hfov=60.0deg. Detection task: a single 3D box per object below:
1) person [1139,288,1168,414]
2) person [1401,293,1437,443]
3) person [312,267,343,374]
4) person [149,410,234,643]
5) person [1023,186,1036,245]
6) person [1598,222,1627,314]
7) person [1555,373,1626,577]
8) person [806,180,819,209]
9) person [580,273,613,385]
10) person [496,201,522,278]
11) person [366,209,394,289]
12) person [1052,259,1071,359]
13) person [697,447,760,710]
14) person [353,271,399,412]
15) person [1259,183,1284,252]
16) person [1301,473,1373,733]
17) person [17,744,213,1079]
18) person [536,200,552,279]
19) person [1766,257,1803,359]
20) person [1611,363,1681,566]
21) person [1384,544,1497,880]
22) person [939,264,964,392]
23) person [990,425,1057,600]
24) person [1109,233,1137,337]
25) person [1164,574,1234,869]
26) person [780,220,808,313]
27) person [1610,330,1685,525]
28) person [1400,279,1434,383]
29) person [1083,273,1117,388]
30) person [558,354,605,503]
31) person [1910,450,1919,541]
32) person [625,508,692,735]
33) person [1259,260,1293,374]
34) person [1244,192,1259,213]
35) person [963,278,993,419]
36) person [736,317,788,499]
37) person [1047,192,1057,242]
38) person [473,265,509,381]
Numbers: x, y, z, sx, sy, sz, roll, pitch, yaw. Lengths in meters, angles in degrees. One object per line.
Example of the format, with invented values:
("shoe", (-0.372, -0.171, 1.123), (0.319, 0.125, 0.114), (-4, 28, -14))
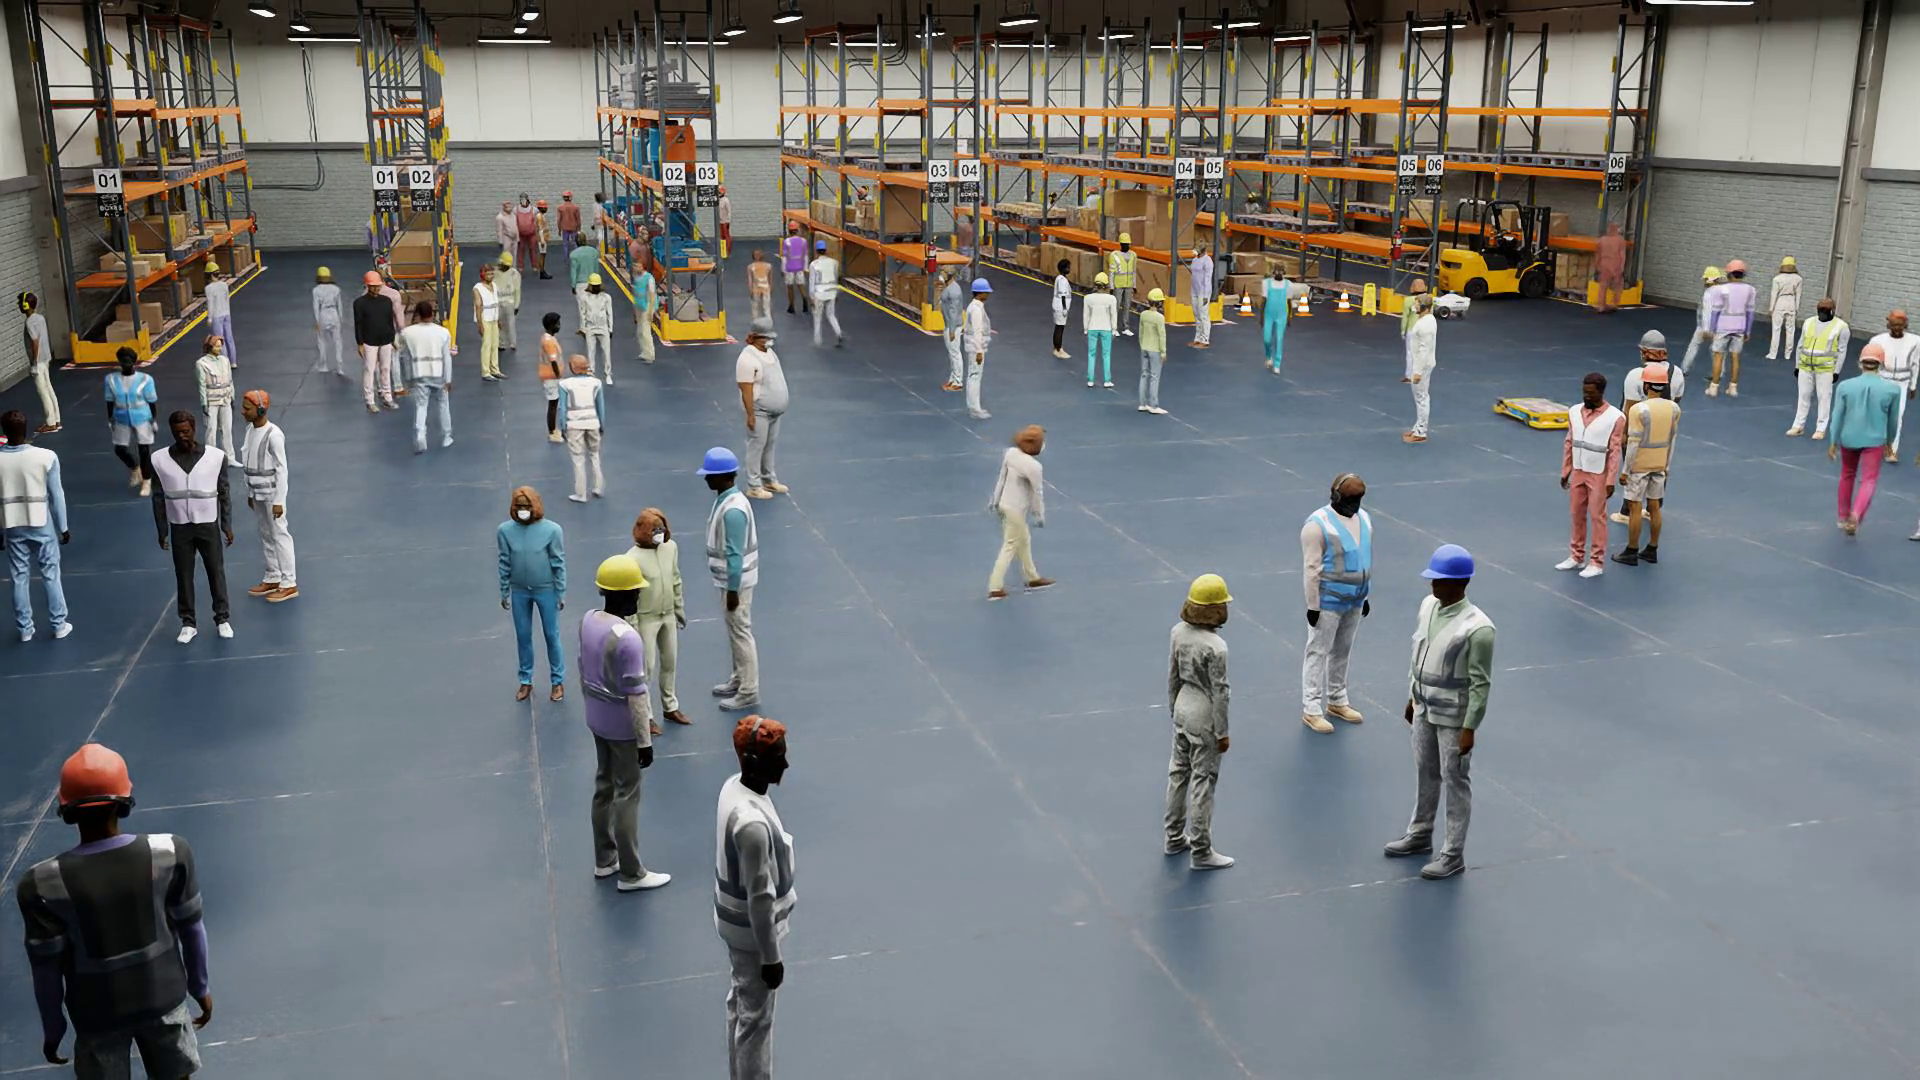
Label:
("person", (2.737, -2.666, 23.497), (0.310, 1.768, 0.533), (-9, 17, -31))
("person", (5.944, -2.216, 21.469), (0.372, 1.940, 0.627), (5, 16, 17))
("person", (-10.292, -3.569, 26.968), (0.756, 1.714, 0.515), (14, 20, 42))
("person", (-6.270, -0.121, 13.632), (0.591, 1.916, 0.392), (-6, 16, -20))
("person", (2.019, -9.422, 48.566), (0.389, 1.949, 0.604), (-2, 15, -9))
("person", (13.491, -5.606, 34.329), (0.655, 1.880, 0.669), (-10, 18, -34))
("person", (5.891, -0.618, 15.522), (0.403, 1.910, 0.598), (-9, 17, -30))
("person", (-4.650, -10.336, 52.046), (0.381, 1.929, 0.542), (12, 19, 39))
("person", (-5.630, -3.268, 25.820), (0.485, 1.737, 0.322), (-3, 15, -11))
("person", (-11.133, -7.404, 41.082), (0.408, 1.900, 0.643), (8, 17, 27))
("person", (-13.376, -6.725, 38.437), (0.627, 1.941, 0.373), (3, 15, 12))
("person", (1.745, -3.965, 28.527), (0.322, 1.692, 0.530), (-1, 15, -5))
("person", (-1.679, 0.272, 12.125), (0.421, 1.938, 0.605), (-4, 15, -15))
("person", (-8.285, -2.824, 23.650), (0.397, 1.992, 0.621), (12, 19, 38))
("person", (8.908, -9.354, 48.277), (1.047, 1.968, 0.599), (11, 18, 36))
("person", (2.669, 0.429, 11.720), (0.621, 1.837, 0.429), (-11, 18, -36))
("person", (-3.182, 1.751, 6.341), (0.605, 2.045, 0.378), (-10, 18, -33))
("person", (-10.263, -7.415, 41.036), (0.371, 1.935, 0.551), (-2, 15, -9))
("person", (14.087, -3.963, 28.438), (0.483, 1.735, 0.314), (2, 15, 8))
("person", (6.520, -0.717, 15.833), (0.551, 1.936, 0.356), (-5, 16, -19))
("person", (2.753, 0.965, 9.481), (0.389, 1.949, 0.604), (-6, 16, -21))
("person", (-0.131, -3.231, 25.320), (0.378, 1.931, 0.625), (-2, 15, -8))
("person", (0.571, -0.255, 14.773), (0.715, 1.580, 0.559), (-6, 16, -22))
("person", (3.060, -4.776, 31.126), (0.594, 1.926, 0.367), (-8, 17, -26))
("person", (1.399, 1.036, 9.609), (0.306, 1.743, 0.494), (-8, 17, -28))
("person", (-3.410, -5.622, 34.321), (0.567, 1.922, 0.639), (-7, 16, -25))
("person", (7.134, -1.181, 17.380), (0.674, 2.000, 0.537), (-5, 16, -19))
("person", (7.147, -3.267, 26.030), (0.501, 1.629, 0.289), (-2, 15, -7))
("person", (2.157, -3.224, 25.596), (0.530, 1.768, 0.312), (4, 15, 14))
("person", (-4.173, -1.237, 18.405), (0.516, 1.607, 0.484), (-8, 17, -28))
("person", (9.874, -0.861, 16.573), (0.386, 1.837, 0.575), (-12, 19, -39))
("person", (-2.131, 0.560, 11.632), (0.293, 1.623, 0.507), (11, 18, 35))
("person", (5.110, -3.601, 26.885), (0.521, 1.830, 0.417), (2, 15, 9))
("person", (8.328, -9.076, 47.658), (0.484, 1.746, 0.288), (14, 20, 41))
("person", (0.250, -2.663, 23.135), (0.404, 1.948, 0.605), (-1, 15, -4))
("person", (-2.176, -1.483, 18.517), (0.535, 2.000, 0.685), (5, 16, 19))
("person", (2.520, -8.575, 45.553), (0.324, 1.864, 0.503), (8, 17, 28))
("person", (-7.443, -3.418, 26.208), (0.410, 1.831, 0.570), (4, 15, 14))
